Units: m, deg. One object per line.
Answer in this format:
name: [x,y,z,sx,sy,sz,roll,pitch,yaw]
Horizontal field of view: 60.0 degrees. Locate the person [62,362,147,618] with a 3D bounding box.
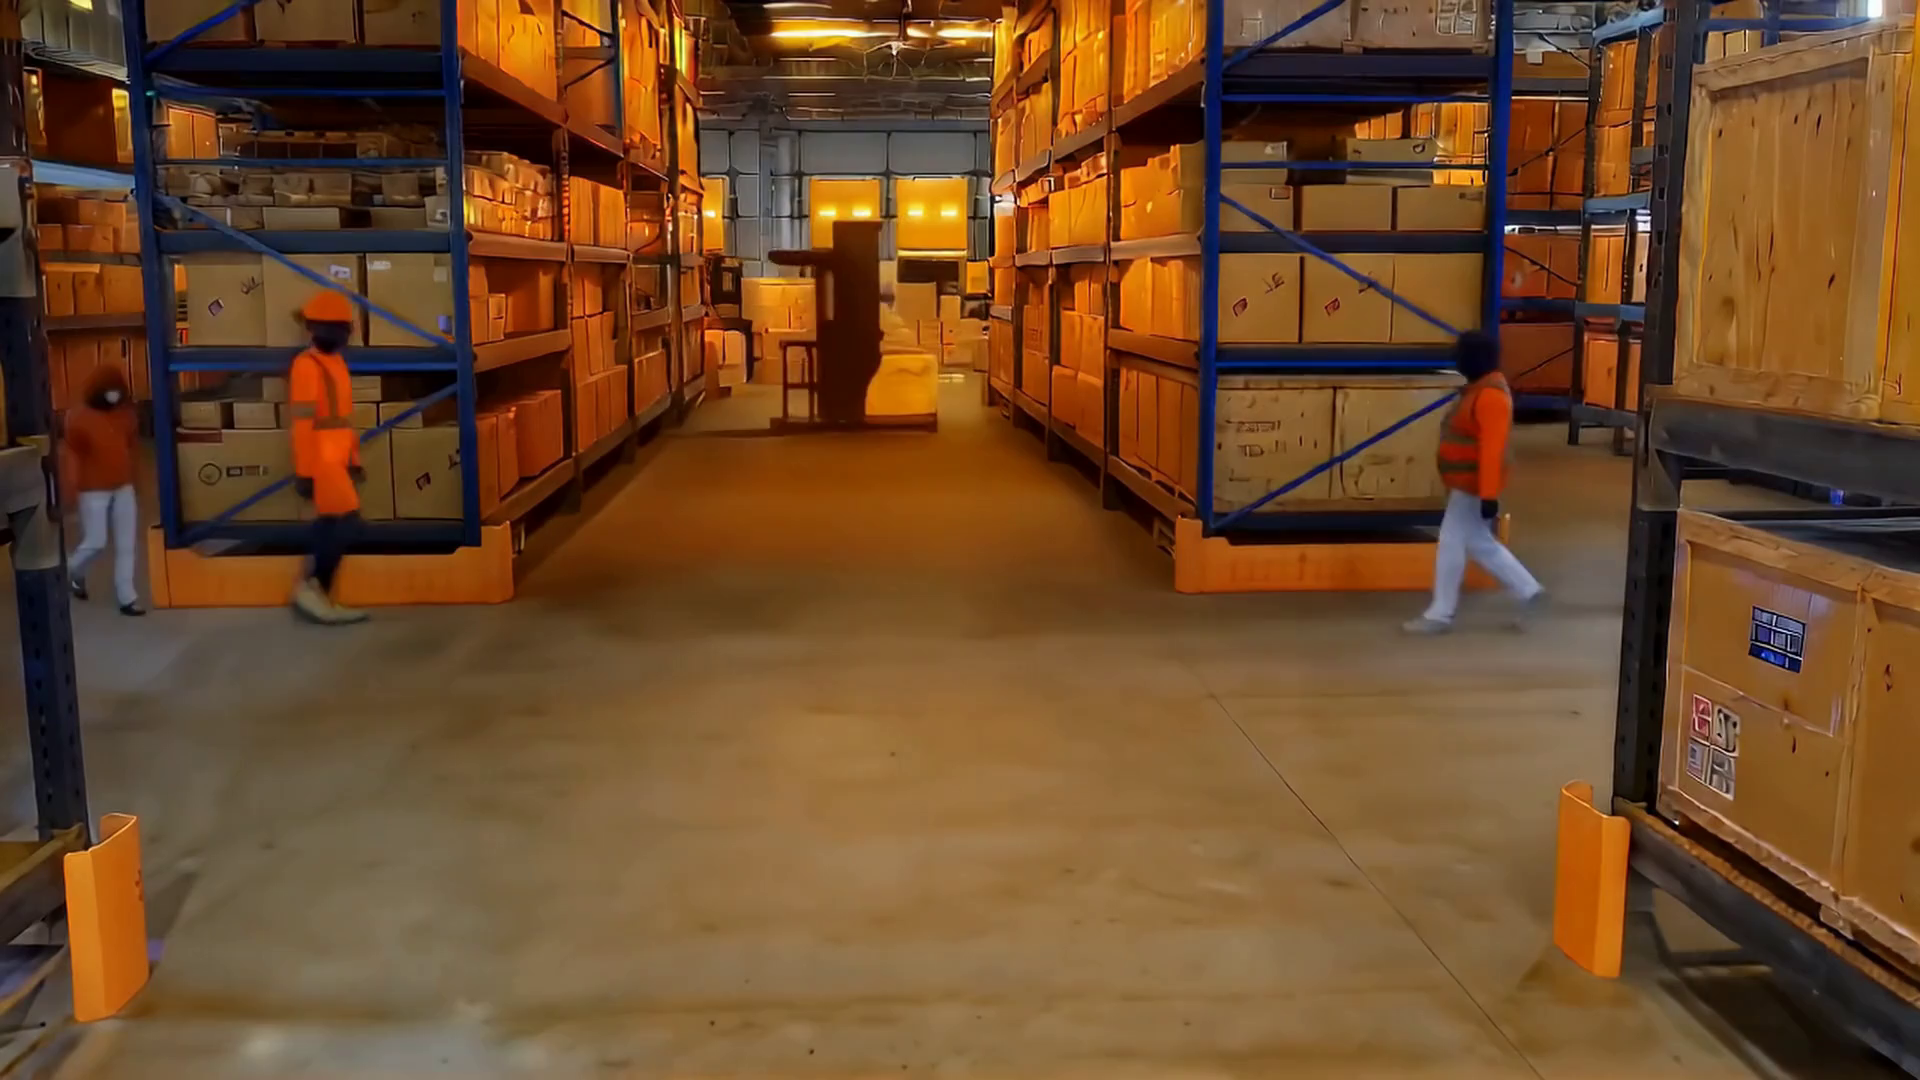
person: [-5.365,-0.313,10.321,0.610,1.602,0.505,6,11,32]

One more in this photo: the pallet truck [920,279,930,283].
pallet truck: [-0.932,-8.922,63.114,1.885,1.965,0.823,2,9,13]

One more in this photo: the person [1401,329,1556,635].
person: [3.085,-0.330,9.748,0.835,1.817,0.632,2,9,10]

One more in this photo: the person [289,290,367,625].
person: [-3.775,-0.480,10.010,0.433,2.028,0.603,-1,9,-8]

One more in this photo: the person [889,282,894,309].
person: [-2.091,-7.538,54.794,1.033,1.890,0.636,4,10,25]

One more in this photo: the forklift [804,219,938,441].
forklift: [-1.322,-2.752,21.611,1.873,2.768,1.129,-4,10,-25]

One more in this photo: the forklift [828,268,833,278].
forklift: [-4.171,-8.608,58.381,1.129,2.768,1.873,-5,10,-30]

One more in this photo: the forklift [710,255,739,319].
forklift: [-8.368,-8.713,59.038,1.129,2.768,1.873,-1,9,-4]
